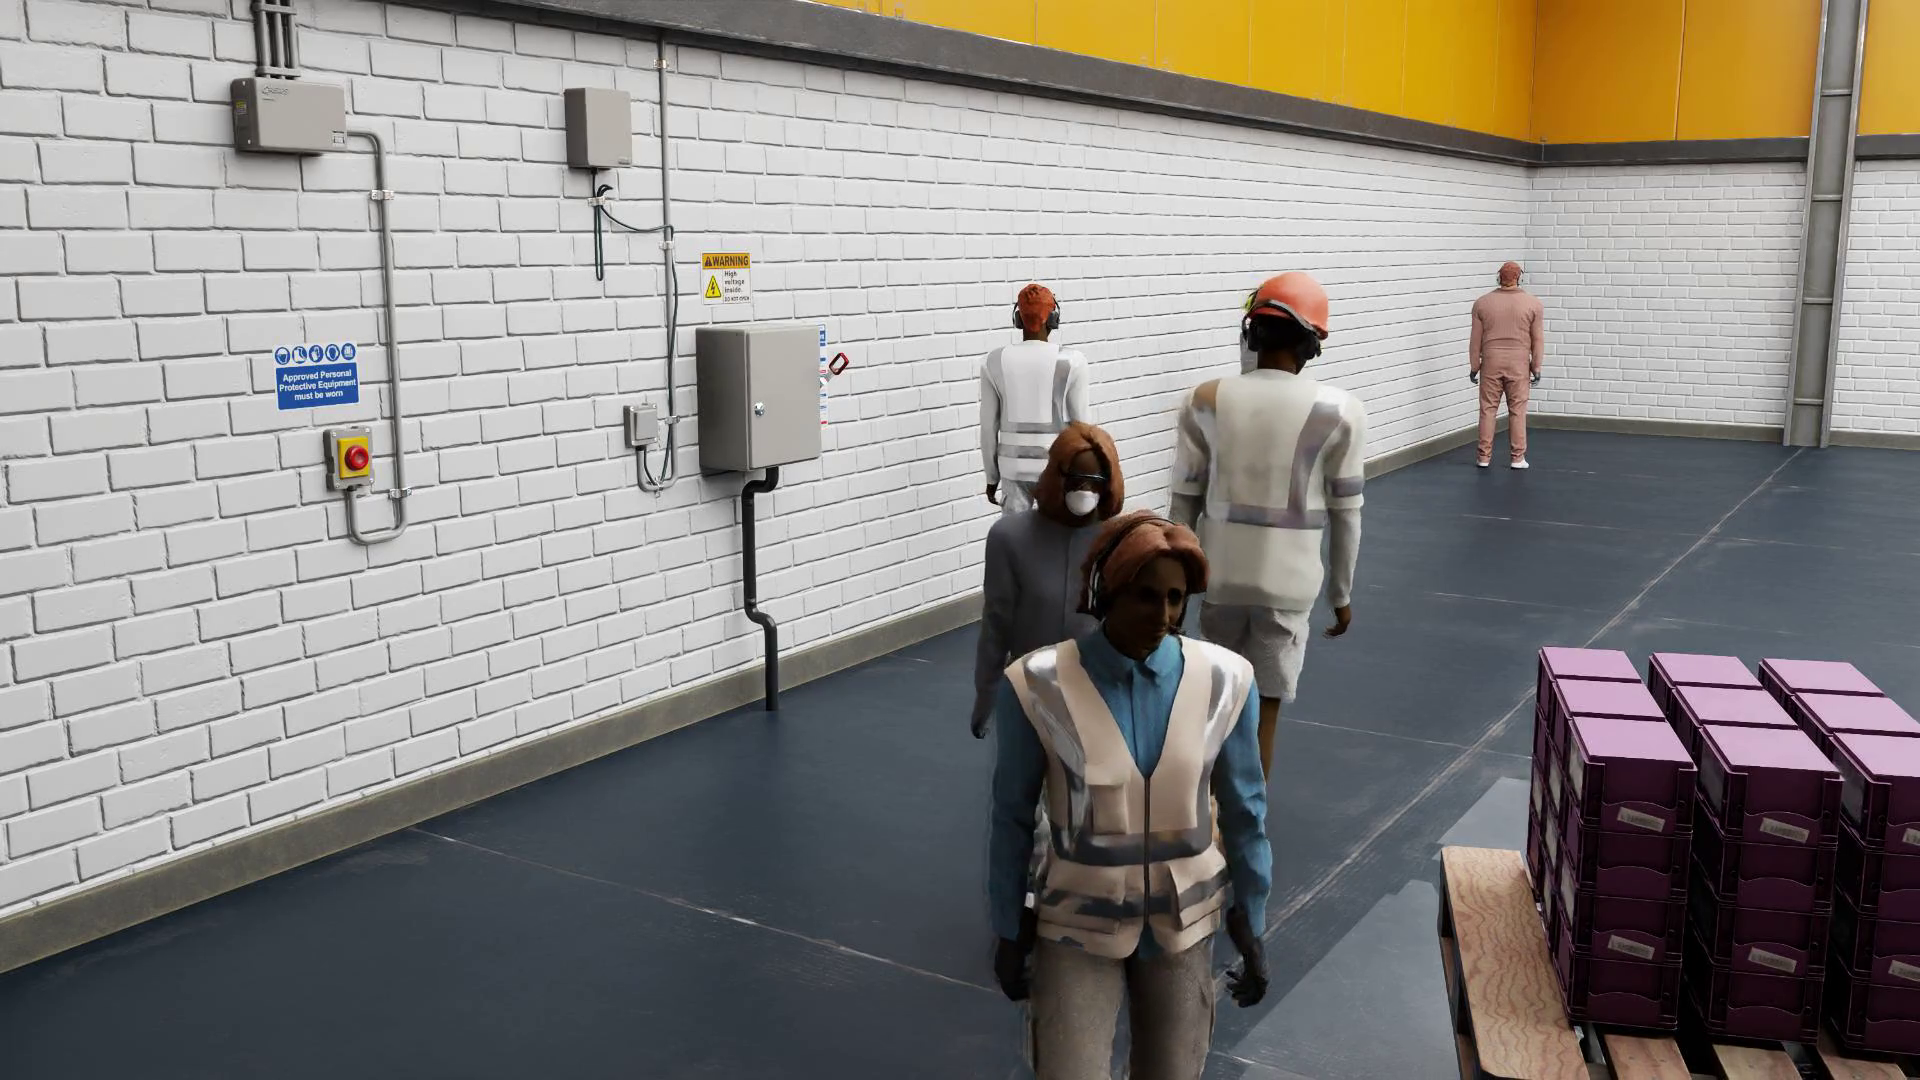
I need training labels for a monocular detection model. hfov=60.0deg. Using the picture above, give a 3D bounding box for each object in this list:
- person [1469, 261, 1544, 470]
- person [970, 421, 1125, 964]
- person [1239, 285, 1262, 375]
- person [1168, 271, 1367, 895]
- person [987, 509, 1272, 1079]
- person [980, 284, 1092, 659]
[{"bbox_3d":[5.021,-1.598,15.300,0.653,1.905,0.408,4,11,23],"label":"person"},{"bbox_3d":[0.297,0.446,4.761,0.528,1.610,0.507,1,10,3],"label":"person"},{"bbox_3d":[1.920,-0.743,10.790,0.368,1.833,0.696,-4,11,-19],"label":"person"},{"bbox_3d":[0.990,0.145,5.397,0.604,2.005,0.604,6,12,28],"label":"person"},{"bbox_3d":[0.313,0.738,3.139,0.525,1.623,0.370,-2,10,-10],"label":"person"},{"bbox_3d":[0.384,-0.329,8.319,0.574,1.887,0.356,3,11,16],"label":"person"}]
